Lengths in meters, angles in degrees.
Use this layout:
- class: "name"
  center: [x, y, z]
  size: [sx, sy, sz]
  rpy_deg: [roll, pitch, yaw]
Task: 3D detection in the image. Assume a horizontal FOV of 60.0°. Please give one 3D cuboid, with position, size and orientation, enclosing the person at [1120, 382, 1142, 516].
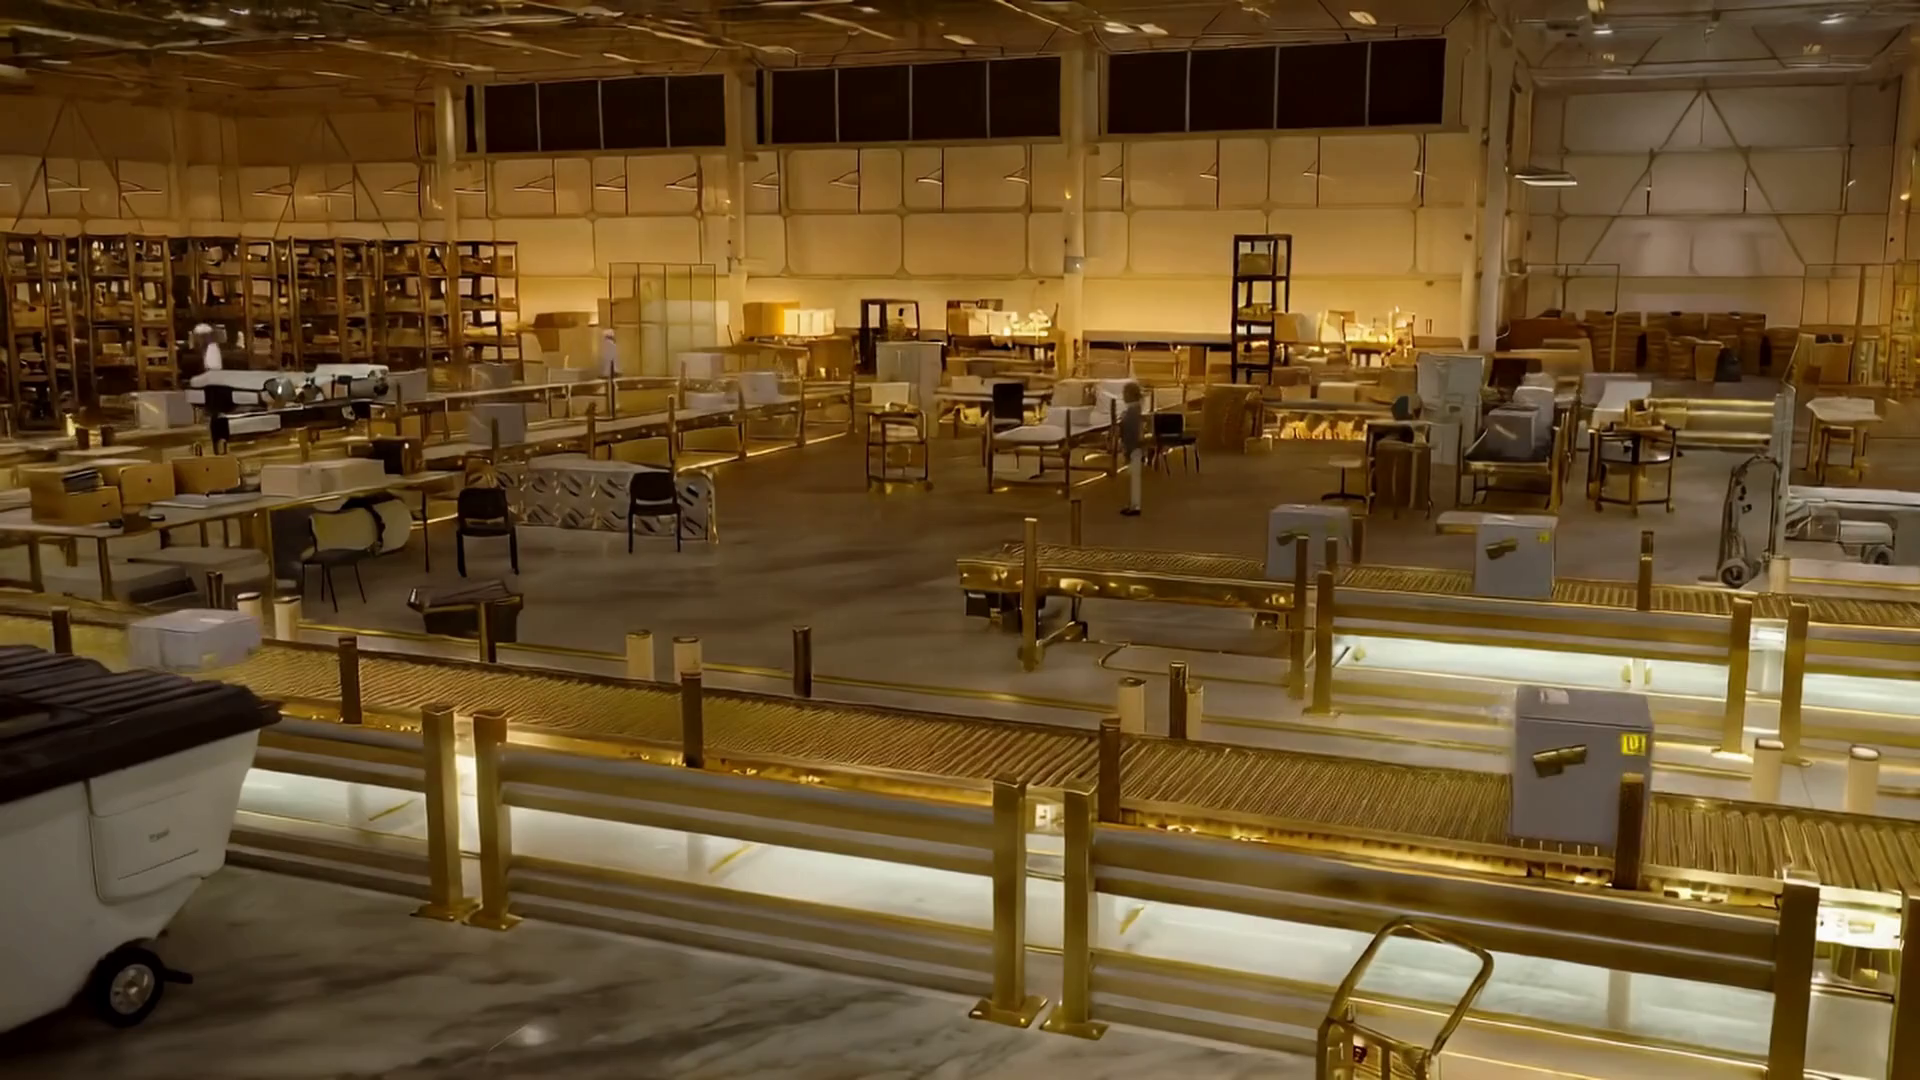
- class: "person"
  center: [2.077, -1.105, 20.208]
  size: [0.277, 1.632, 0.502]
  rpy_deg: [1, 9, 9]

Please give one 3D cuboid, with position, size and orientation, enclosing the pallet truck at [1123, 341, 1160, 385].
- class: "pallet truck"
  center: [4.445, -4.380, 41.279]
  size: [0.680, 1.201, 1.601]
  rpy_deg: [4, 10, 22]

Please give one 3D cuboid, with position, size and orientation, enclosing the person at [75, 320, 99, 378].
- class: "person"
  center: [-19.257, -3.958, 36.626]
  size: [0.624, 1.931, 1.056]
  rpy_deg: [4, 10, 23]

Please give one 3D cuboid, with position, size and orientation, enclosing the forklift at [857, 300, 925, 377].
- class: "forklift"
  center: [-1.732, -5.109, 42.468]
  size: [1.157, 1.987, 2.680]
  rpy_deg: [4, 10, 22]

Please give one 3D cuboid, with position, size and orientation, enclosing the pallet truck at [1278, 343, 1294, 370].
- class: "pallet truck"
  center: [7.886, -4.163, 39.743]
  size: [0.653, 1.274, 1.630]
  rpy_deg: [4, 10, 22]

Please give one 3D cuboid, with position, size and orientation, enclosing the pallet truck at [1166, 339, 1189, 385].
- class: "pallet truck"
  center: [5.418, -4.269, 40.420]
  size: [0.704, 1.261, 1.522]
  rpy_deg: [3, 10, 20]

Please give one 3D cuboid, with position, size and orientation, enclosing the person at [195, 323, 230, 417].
- class: "person"
  center: [-13.182, -2.813, 29.409]
  size: [0.549, 2.026, 0.611]
  rpy_deg: [-6, 11, -32]

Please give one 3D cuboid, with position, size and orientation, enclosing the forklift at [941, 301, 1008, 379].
- class: "forklift"
  center: [0.365, -4.966, 41.571]
  size: [1.157, 1.987, 2.680]
  rpy_deg: [3, 10, 20]

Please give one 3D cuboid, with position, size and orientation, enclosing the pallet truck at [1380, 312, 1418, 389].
- class: "pallet truck"
  center: [10.207, -4.283, 38.369]
  size: [0.823, 1.965, 1.885]
  rpy_deg: [3, 10, 20]

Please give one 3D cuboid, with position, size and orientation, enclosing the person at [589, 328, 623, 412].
- class: "person"
  center: [-7.335, -3.498, 34.384]
  size: [0.529, 1.742, 0.738]
  rpy_deg: [6, 11, 33]

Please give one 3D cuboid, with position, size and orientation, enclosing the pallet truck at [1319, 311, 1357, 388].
- class: "pallet truck"
  center: [9.071, -4.419, 39.190]
  size: [0.823, 1.965, 1.885]
  rpy_deg: [5, 10, 26]
